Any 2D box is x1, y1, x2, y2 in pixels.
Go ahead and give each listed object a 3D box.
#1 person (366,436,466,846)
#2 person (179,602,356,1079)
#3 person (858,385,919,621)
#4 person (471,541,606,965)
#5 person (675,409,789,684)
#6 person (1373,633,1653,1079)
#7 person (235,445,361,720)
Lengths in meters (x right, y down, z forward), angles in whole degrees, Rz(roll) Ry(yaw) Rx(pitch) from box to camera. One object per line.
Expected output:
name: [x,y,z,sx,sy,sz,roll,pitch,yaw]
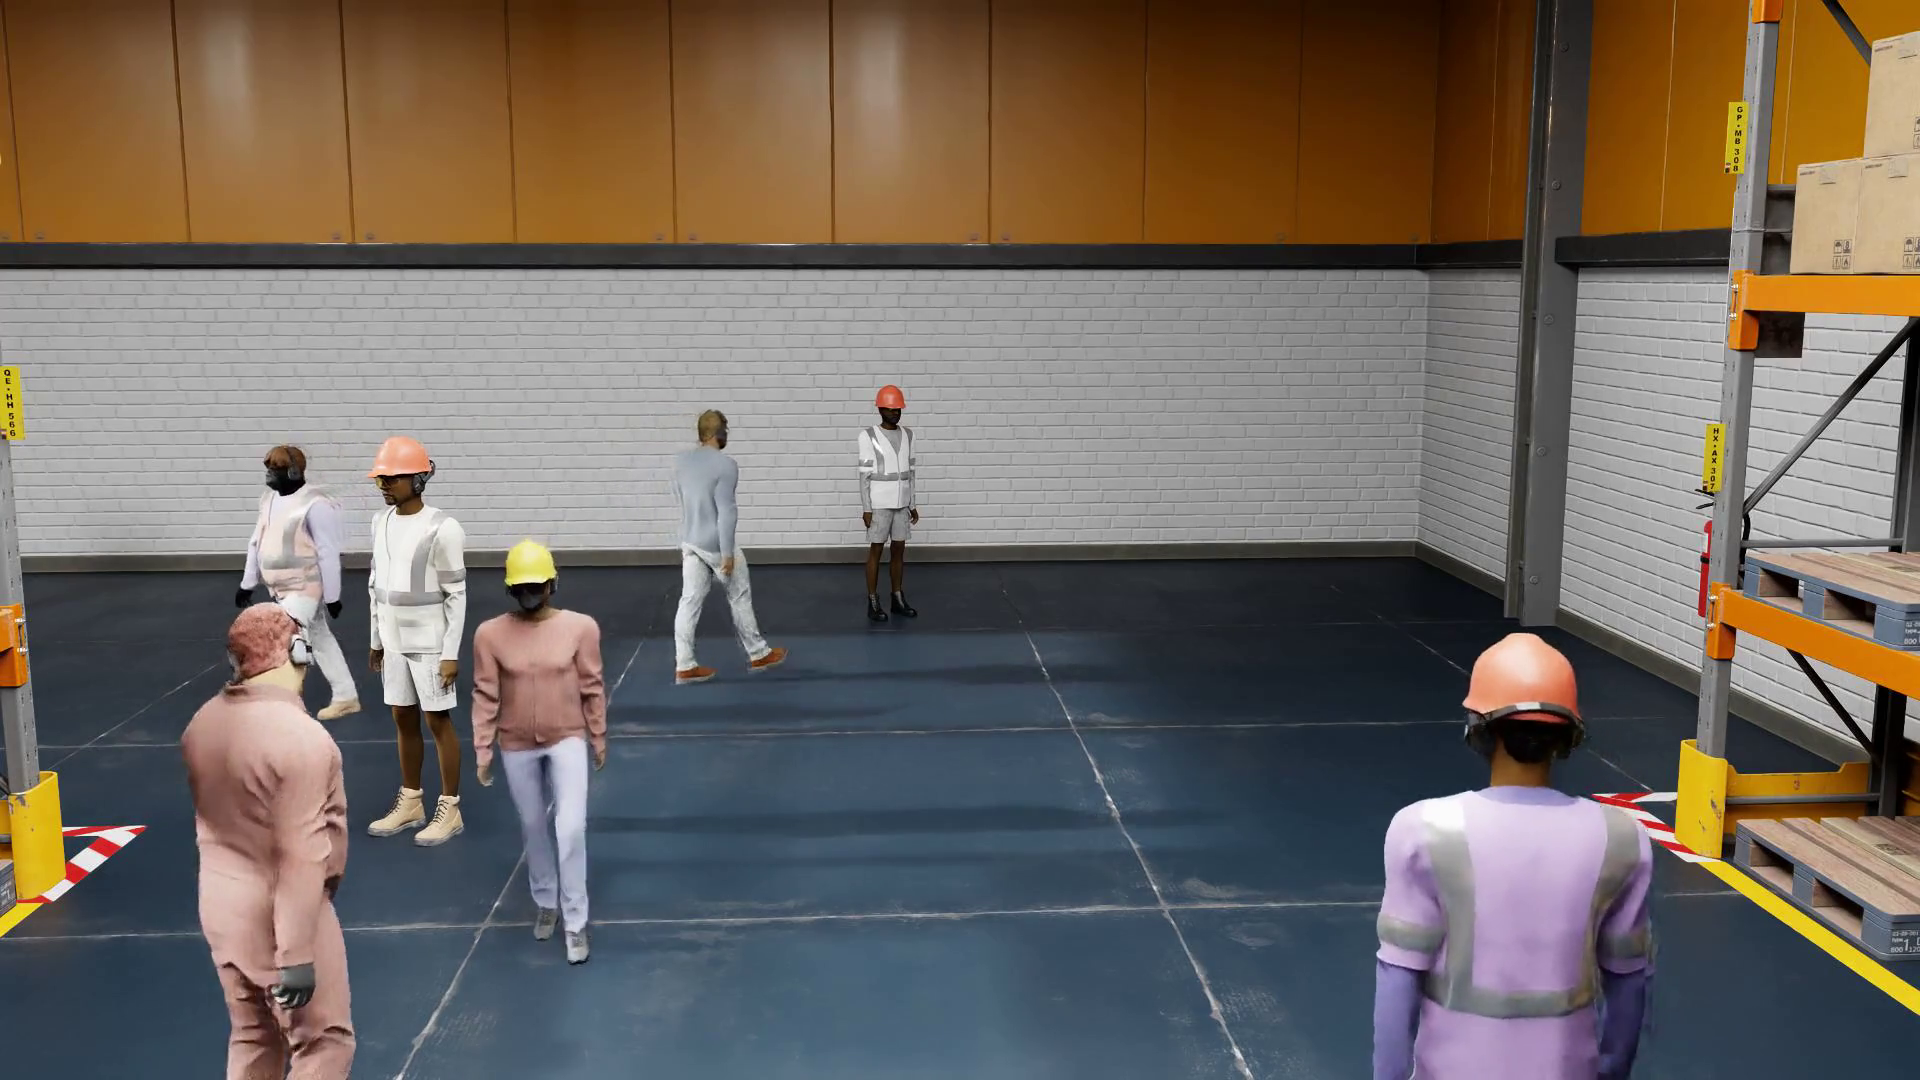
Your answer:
person: [-2.729,0.503,8.289,0.605,2.045,0.378,5,10,30]
person: [-2.041,1.124,4.937,0.682,1.870,0.461,6,11,35]
person: [-0.573,-0.307,13.712,0.545,1.938,0.357,-7,11,-36]
person: [-1.747,0.876,6.899,0.537,1.740,0.724,-1,9,-7]
person: [-1.652,0.034,11.693,0.640,1.894,0.950,8,12,43]
person: [1.251,1.211,3.907,0.652,2.017,0.663,0,9,0]
person: [-4.171,0.305,10.341,0.618,1.789,0.977,8,12,42]
